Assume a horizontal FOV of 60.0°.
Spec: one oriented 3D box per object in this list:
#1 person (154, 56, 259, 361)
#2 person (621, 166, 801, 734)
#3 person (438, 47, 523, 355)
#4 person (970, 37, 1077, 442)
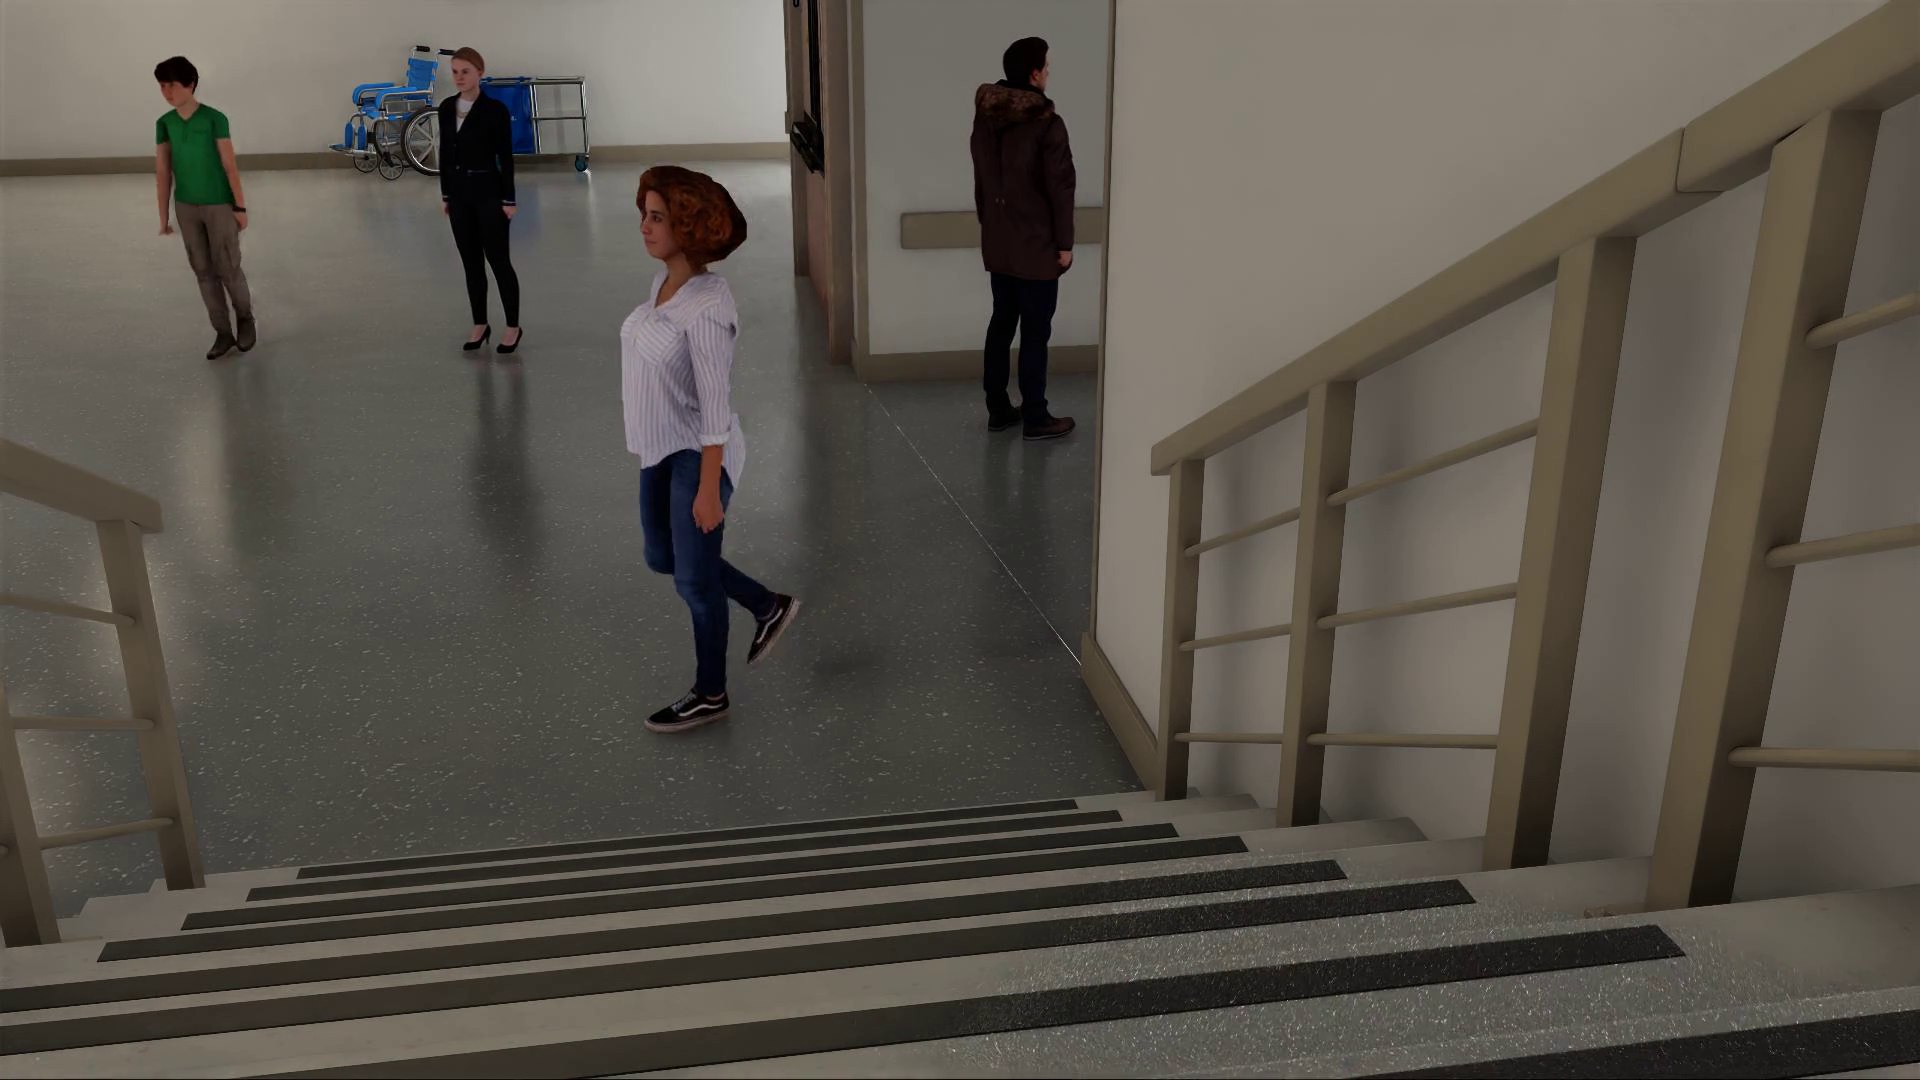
[{"bbox_3d":[-4.169,-1.854,9.280,0.677,1.646,0.707,1,21,2],"label":"person"},{"bbox_3d":[-0.727,-0.273,5.020,0.837,1.705,0.832,-10,23,-25],"label":"person"},{"bbox_3d":[-2.682,-1.887,9.312,0.700,1.683,0.709,8,22,19],"label":"person"},{"bbox_3d":[0.290,-1.404,7.805,0.926,1.847,0.811,-17,27,-38],"label":"person"}]
